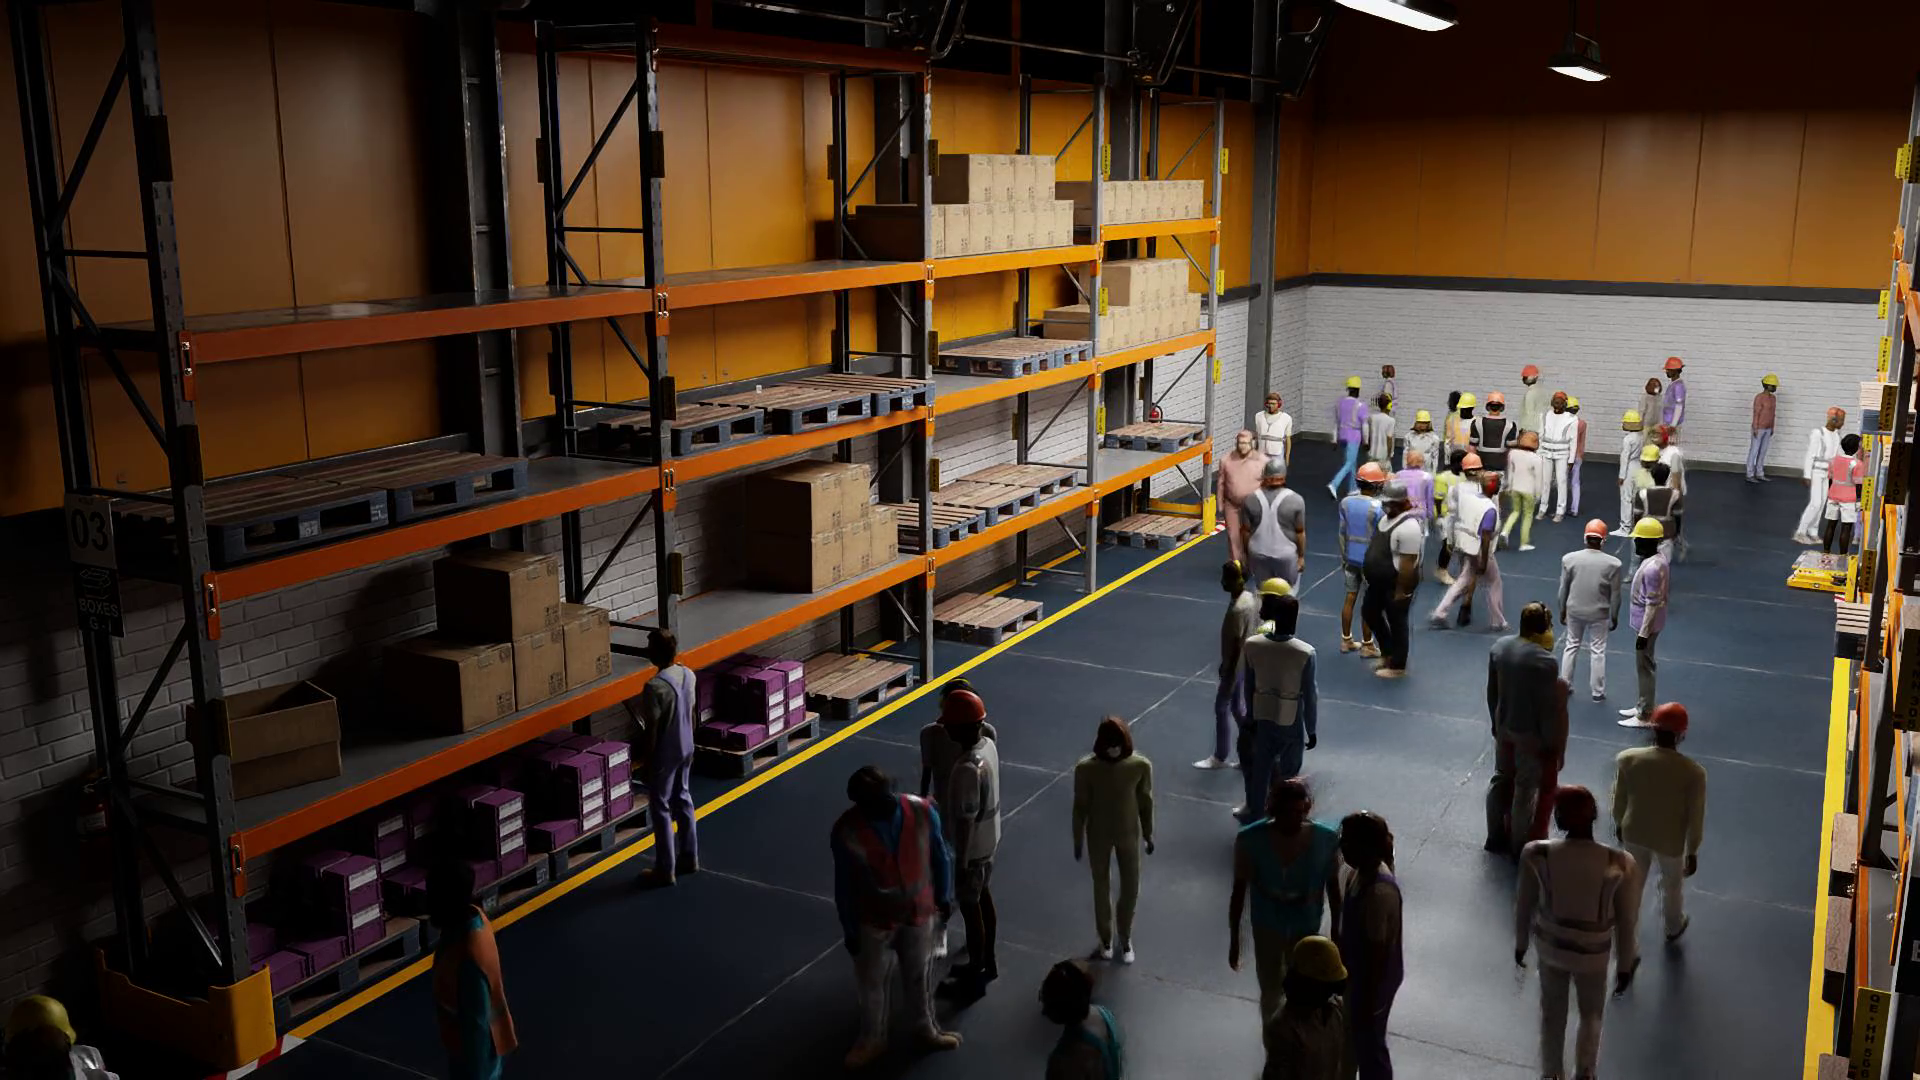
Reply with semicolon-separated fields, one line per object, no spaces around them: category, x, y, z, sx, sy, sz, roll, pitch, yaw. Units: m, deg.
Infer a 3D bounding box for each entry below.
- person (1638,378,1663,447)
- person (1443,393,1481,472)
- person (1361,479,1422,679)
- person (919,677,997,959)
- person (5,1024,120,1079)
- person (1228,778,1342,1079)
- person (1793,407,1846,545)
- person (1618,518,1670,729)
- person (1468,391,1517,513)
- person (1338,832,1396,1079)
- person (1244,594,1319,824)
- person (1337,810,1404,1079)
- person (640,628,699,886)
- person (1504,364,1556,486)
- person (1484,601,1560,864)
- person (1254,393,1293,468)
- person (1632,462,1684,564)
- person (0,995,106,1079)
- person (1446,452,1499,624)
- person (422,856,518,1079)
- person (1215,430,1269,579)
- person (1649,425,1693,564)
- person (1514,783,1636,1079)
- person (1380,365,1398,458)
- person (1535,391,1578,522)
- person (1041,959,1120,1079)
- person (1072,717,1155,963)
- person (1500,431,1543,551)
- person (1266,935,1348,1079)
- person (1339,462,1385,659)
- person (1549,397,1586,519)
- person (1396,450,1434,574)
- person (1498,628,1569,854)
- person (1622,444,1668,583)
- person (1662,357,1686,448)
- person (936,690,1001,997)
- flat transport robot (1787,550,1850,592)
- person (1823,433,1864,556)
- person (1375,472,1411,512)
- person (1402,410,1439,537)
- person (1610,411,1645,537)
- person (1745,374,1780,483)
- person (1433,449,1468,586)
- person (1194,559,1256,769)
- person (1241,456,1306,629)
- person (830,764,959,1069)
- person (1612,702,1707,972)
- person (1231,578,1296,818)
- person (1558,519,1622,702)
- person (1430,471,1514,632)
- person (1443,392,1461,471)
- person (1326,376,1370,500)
person;11.393;-1.880;27.488;0.510;1.619;0.318;-6;14;-26
person;7.077;-1.107;23.333;0.588;1.923;0.383;7;15;30
person;4.256;0.371;16.446;0.539;2.000;0.700;-2;13;-8
person;-0.010;1.765;10.618;0.512;1.863;0.325;0;13;-2
person;-3.441;2.717;6.384;0.429;1.846;0.633;11;17;41
person;1.753;2.143;9.011;0.581;1.817;0.537;5;13;20
person;11.570;-0.851;22.358;0.620;1.869;0.399;-7;15;-30
person;6.174;0.747;15.022;0.382;1.924;0.594;6;14;24
person;7.229;-1.014;22.677;0.613;2.033;0.412;4;13;16
person;2.126;2.288;8.784;0.269;1.632;0.505;1;13;6
person;2.379;1.344;12.372;0.593;1.919;0.391;9;16;36
person;2.077;2.253;8.512;0.357;1.834;0.520;1;13;4
person;-2.053;1.522;11.773;0.339;1.833;0.522;7;14;28
person;9.043;-1.786;26.253;0.804;1.973;0.627;8;15;33
person;4.098;1.389;12.132;0.355;1.931;0.633;-6;14;-23
person;4.511;-1.219;24.035;0.560;1.836;0.394;8;15;32
person;8.033;-0.056;19.181;0.553;1.670;0.655;6;14;24
person;-3.622;2.664;6.672;0.403;1.826;0.592;6;14;27
person;5.714;-0.026;18.602;0.562;1.904;0.913;7;15;30
person;-2.275;2.374;7.773;0.391;1.923;0.591;-5;14;-21
person;3.437;-0.402;20.260;0.651;1.893;0.420;4;13;18
person;8.968;-0.557;21.111;0.542;1.812;0.615;-1;13;-3
person;3.253;2.161;8.833;0.605;1.860;0.514;6;14;24
person;7.500;-2.255;29.141;0.318;1.631;0.514;4;13;19
person;8.537;-1.200;23.854;0.576;1.879;0.353;11;16;40
person;0.483;2.594;7.042;0.436;1.821;0.648;6;14;24
person;0.969;1.905;10.517;0.534;1.616;0.457;1;13;2
person;7.422;-0.640;21.920;0.475;1.618;0.521;-9;15;-35
person;1.530;2.556;7.337;0.483;1.745;0.304;-12;17;-43
person;4.181;0.207;17.177;0.371;2.044;0.607;-10;16;-37
person;8.782;-1.188;24.051;0.533;1.767;0.326;-5;13;-20
person;5.559;-0.295;20.450;0.554;1.591;0.884;6;14;25
person;4.167;1.478;12.139;0.533;1.772;0.329;10;16;38
person;8.277;-0.301;20.099;0.401;1.749;0.522;-6;14;-25
person;11.407;-1.918;26.696;0.393;2.039;0.613;4;13;17
person;0.047;1.839;10.137;0.384;1.929;0.543;3;13;15
flat transport robot;10.632;0.373;20.433;0.652;0.197;1.431;8;15;33
person;11.267;-0.514;21.186;0.319;1.698;0.532;-4;13;-18
person;4.901;0.027;18.932;0.586;1.628;0.343;-5;13;-20
person;6.316;-0.916;22.875;0.488;1.746;0.284;4;13;19
person;9.205;-0.916;22.907;0.486;1.738;0.321;-11;17;-40
person;12.952;-1.794;26.785;0.525;1.761;0.338;-8;15;-31
person;5.984;-0.271;20.118;0.555;1.671;0.519;-8;15;-32
person;2.264;1.053;13.881;0.487;1.876;0.602;5;13;20
person;3.336;0.105;17.638;0.709;2.000;0.536;6;14;26
person;-0.332;2.092;9.304;0.744;1.809;0.433;-4;13;-16
person;4.445;1.847;10.582;0.590;1.700;0.884;10;16;38
person;2.393;1.248;12.913;0.444;1.873;0.692;10;16;37
person;5.988;0.662;15.824;0.568;1.742;0.351;8;15;33
person;5.618;0.140;18.106;0.935;1.837;0.588;-1;13;-6
person;7.528;-1.436;25.389;0.317;1.668;0.632;1;13;3
person;5.934;-1.569;25.475;0.869;1.895;0.586;-8;15;-31
